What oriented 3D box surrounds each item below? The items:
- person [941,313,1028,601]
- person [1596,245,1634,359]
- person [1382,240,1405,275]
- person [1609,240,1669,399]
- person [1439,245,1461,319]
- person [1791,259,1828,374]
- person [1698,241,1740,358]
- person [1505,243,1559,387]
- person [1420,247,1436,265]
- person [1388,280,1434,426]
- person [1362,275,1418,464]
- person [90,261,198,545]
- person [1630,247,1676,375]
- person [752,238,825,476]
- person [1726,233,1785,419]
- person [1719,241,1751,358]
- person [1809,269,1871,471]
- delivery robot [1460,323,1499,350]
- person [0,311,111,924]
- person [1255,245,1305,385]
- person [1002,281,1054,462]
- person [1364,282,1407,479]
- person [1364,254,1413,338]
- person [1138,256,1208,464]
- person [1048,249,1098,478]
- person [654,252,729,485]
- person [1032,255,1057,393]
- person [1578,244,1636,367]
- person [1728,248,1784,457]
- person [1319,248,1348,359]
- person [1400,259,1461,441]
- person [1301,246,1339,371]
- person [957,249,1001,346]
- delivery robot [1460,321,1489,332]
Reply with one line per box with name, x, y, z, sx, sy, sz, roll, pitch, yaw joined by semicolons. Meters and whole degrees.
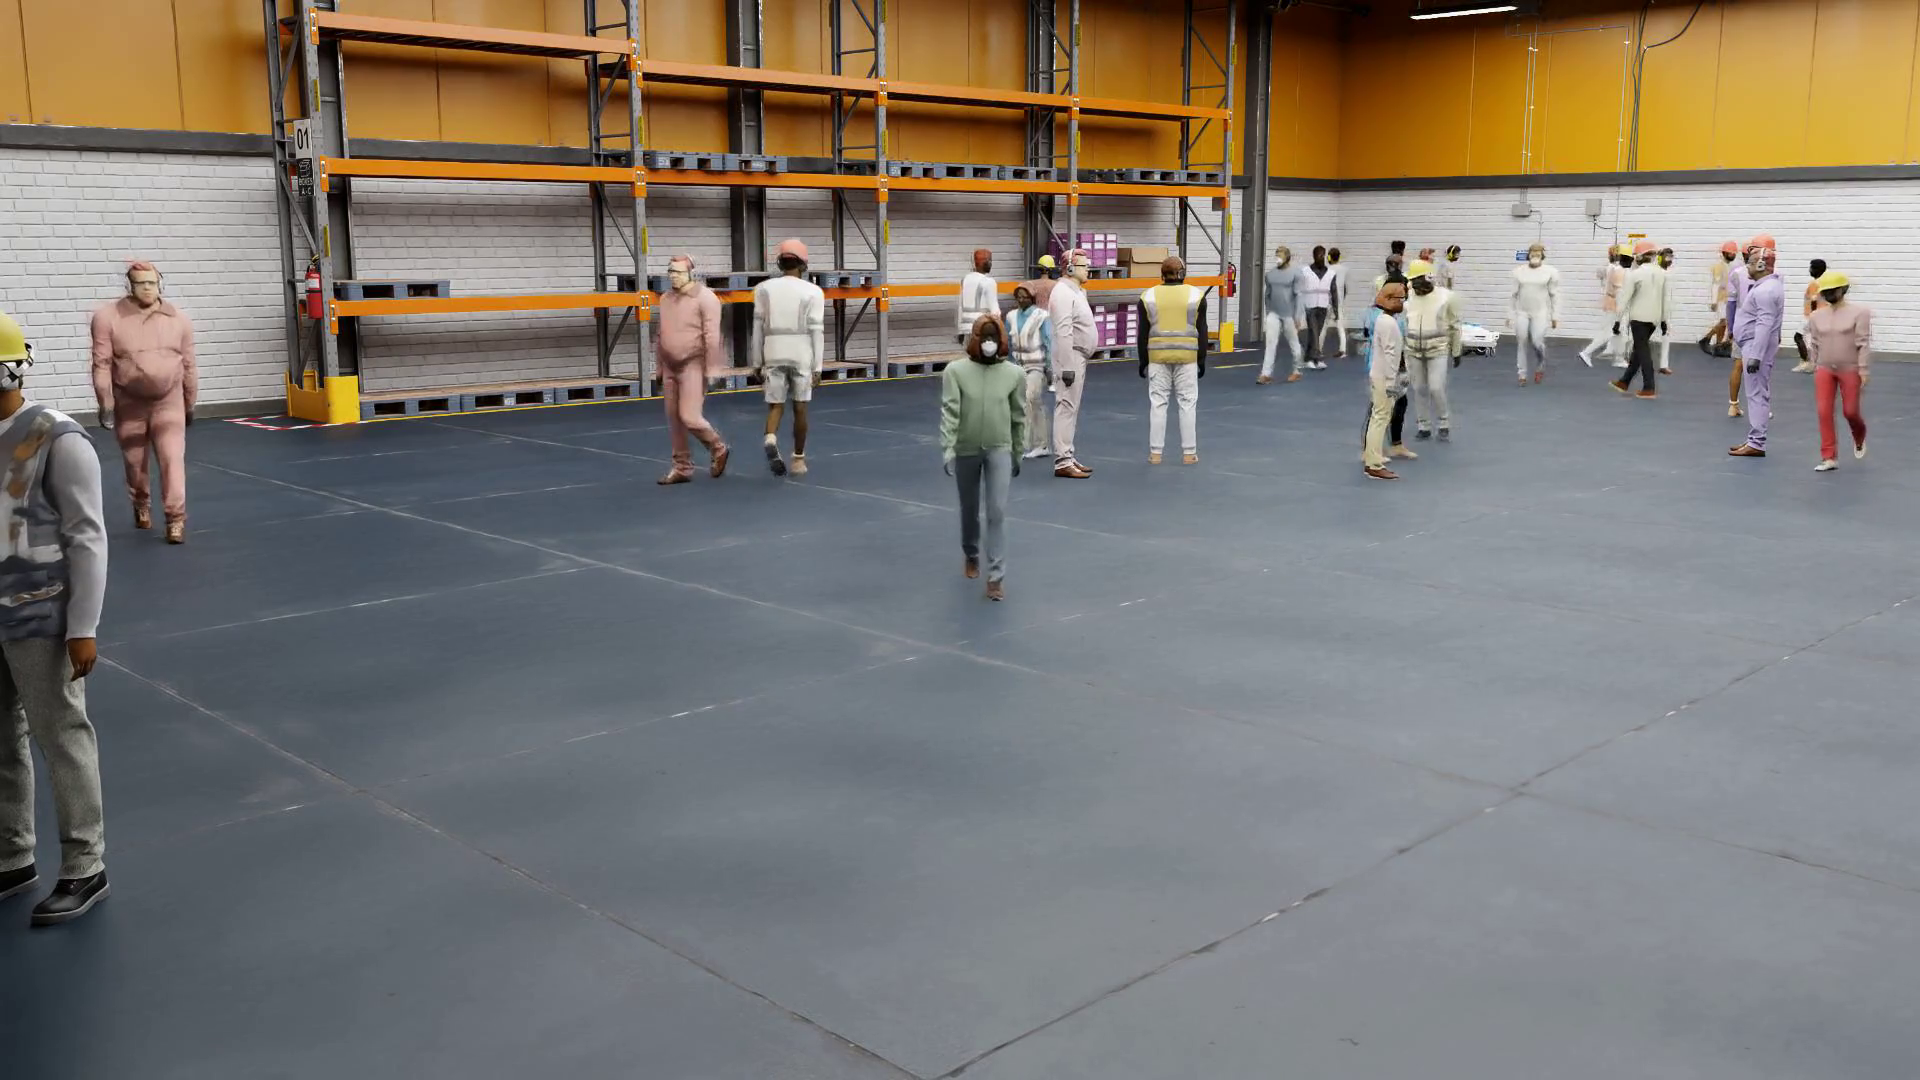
person;0.136;-0.507;9.530;0.494;1.595;0.853;0;10;-1
person;10.733;-3.855;27.051;0.629;1.864;0.618;-8;13;-37
person;7.531;-4.268;29.083;0.450;1.938;0.621;1;10;3
person;8.466;-2.770;20.872;0.653;1.950;0.961;-4;11;-23
person;8.772;-4.364;29.873;0.398;1.845;0.657;0;10;1
person;12.451;-3.264;24.330;0.540;1.681;0.508;-8;13;-39
person;12.626;-3.977;27.542;0.555;1.921;0.462;-9;14;-40
person;7.630;-2.992;22.188;0.651;1.920;0.440;6;12;29
person;7.145;-3.588;25.684;0.467;1.850;0.597;3;11;17
person;4.795;-1.986;17.574;0.491;1.599;0.764;8;13;39
person;3.869;-1.493;14.680;0.655;1.671;0.550;1;10;4
person;-5.457;-0.941;11.180;0.638;1.867;0.989;-5;12;-26
person;10.245;-3.370;24.455;0.523;1.852;0.779;-3;11;-15
person;-1.443;-1.490;13.767;0.622;2.010;0.807;1;10;7
person;8.758;-2.344;18.319;0.374;2.043;0.614;-9;13;-39
person;12.464;-3.784;26.487;0.570;1.925;0.556;-10;14;-43
person;7.635;-1.476;14.407;0.635;1.734;0.548;-9;14;-41
delivery robot;8.615;-3.380;27.776;0.707;0.478;0.477;7;12;33
person;-2.808;0.221;4.906;0.600;1.831;0.404;3;11;15
person;4.421;-3.075;22.746;0.644;1.891;1.005;9;14;40
person;0.579;-1.506;14.921;0.682;1.605;0.529;-8;13;-38
person;3.563;-1.330;13.904;0.268;1.632;0.507;1;10;7
person;5.494;-2.741;21.188;0.642;1.792;0.979;8;13;38
person;1.886;-1.586;14.755;0.619;1.839;0.430;2;11;9
person;0.954;-1.480;13.984;0.409;1.908;0.639;2;11;10
person;-2.200;-1.385;13.521;0.678;1.886;0.497;8;13;38
person;1.098;-2.784;21.474;0.524;1.769;0.325;7;12;32
person;9.955;-3.578;25.471;0.783;1.899;0.597;5;12;27
person;7.311;-1.721;15.295;0.403;1.906;0.651;6;12;28
person;6.165;-3.911;27.495;0.530;1.820;0.996;-2;11;-13
person;4.567;-1.852;16.330;0.613;1.791;0.520;7;13;34
person;5.385;-3.488;25.066;0.609;1.862;1.043;-2;11;-12
person;0.279;-2.398;19.109;0.713;1.855;0.604;-8;13;-37
delivery robot;8.624;-3.479;28.312;0.707;0.478;0.477;2;11;11
